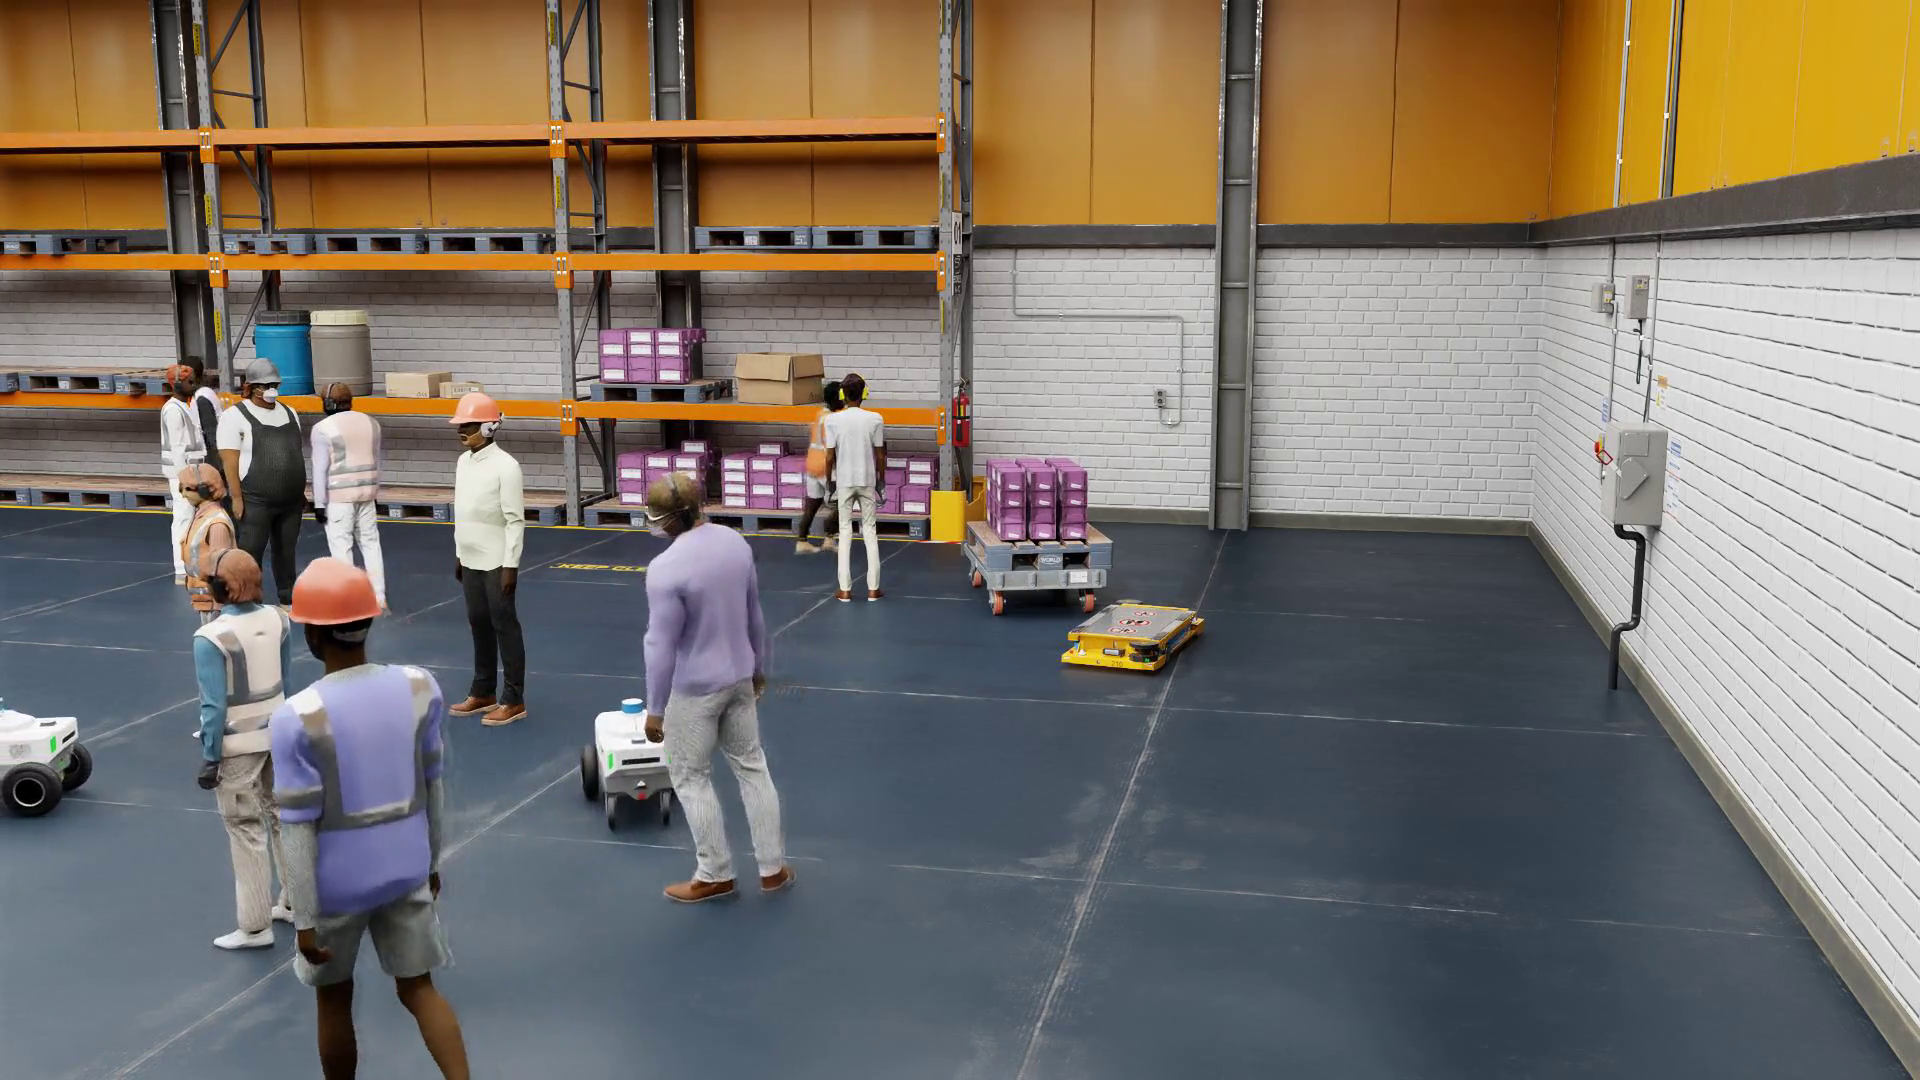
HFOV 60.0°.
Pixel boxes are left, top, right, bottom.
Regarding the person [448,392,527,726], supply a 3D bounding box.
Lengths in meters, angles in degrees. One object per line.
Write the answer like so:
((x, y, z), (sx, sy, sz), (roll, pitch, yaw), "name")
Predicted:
((-2.847, 0.110, 9.989), (0.608, 1.995, 0.377), (8, 12, 40), "person")

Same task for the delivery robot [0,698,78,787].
((-4.895, 1.044, 8.437), (0.707, 0.478, 0.477), (-1, 10, -9), "delivery robot")

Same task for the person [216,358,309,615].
((-5.249, -0.373, 12.712), (0.536, 2.000, 0.675), (6, 11, 30), "person")

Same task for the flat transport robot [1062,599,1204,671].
((1.253, 0.660, 11.826), (0.652, 0.197, 1.431), (4, 10, 21), "flat transport robot")

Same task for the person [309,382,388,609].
((-4.831, -0.324, 13.082), (0.431, 1.833, 0.643), (6, 11, 31), "person")

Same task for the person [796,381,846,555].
((-1.268, -0.651, 15.485), (0.553, 1.648, 0.555), (-3, 10, -15), "person")

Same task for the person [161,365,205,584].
((-6.668, -0.562, 14.303), (0.337, 1.879, 0.584), (-4, 10, -21), "person")

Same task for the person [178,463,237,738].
((-4.248, 0.373, 9.486), (0.310, 1.639, 0.514), (-6, 11, -33), "person")

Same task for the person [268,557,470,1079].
((-1.726, 1.004, 4.933), (0.542, 1.918, 0.818), (-9, 13, -44), "person")

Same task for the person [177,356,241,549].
((-7.032, -0.760, 15.455), (0.695, 1.887, 0.676), (-4, 11, -25), "person")

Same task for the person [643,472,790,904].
((-1.037, 0.643, 7.148), (0.498, 1.895, 0.702), (6, 11, 31), "person")

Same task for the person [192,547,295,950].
((-2.879, 0.838, 6.734), (0.310, 1.636, 0.523), (3, 10, 15), "person")

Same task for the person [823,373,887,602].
((-0.855, -0.424, 13.544), (0.520, 1.865, 0.328), (-1, 10, -5), "person")

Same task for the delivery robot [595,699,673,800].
((-1.650, 1.048, 8.414), (0.477, 0.478, 0.707), (-3, 10, -16), "delivery robot")
